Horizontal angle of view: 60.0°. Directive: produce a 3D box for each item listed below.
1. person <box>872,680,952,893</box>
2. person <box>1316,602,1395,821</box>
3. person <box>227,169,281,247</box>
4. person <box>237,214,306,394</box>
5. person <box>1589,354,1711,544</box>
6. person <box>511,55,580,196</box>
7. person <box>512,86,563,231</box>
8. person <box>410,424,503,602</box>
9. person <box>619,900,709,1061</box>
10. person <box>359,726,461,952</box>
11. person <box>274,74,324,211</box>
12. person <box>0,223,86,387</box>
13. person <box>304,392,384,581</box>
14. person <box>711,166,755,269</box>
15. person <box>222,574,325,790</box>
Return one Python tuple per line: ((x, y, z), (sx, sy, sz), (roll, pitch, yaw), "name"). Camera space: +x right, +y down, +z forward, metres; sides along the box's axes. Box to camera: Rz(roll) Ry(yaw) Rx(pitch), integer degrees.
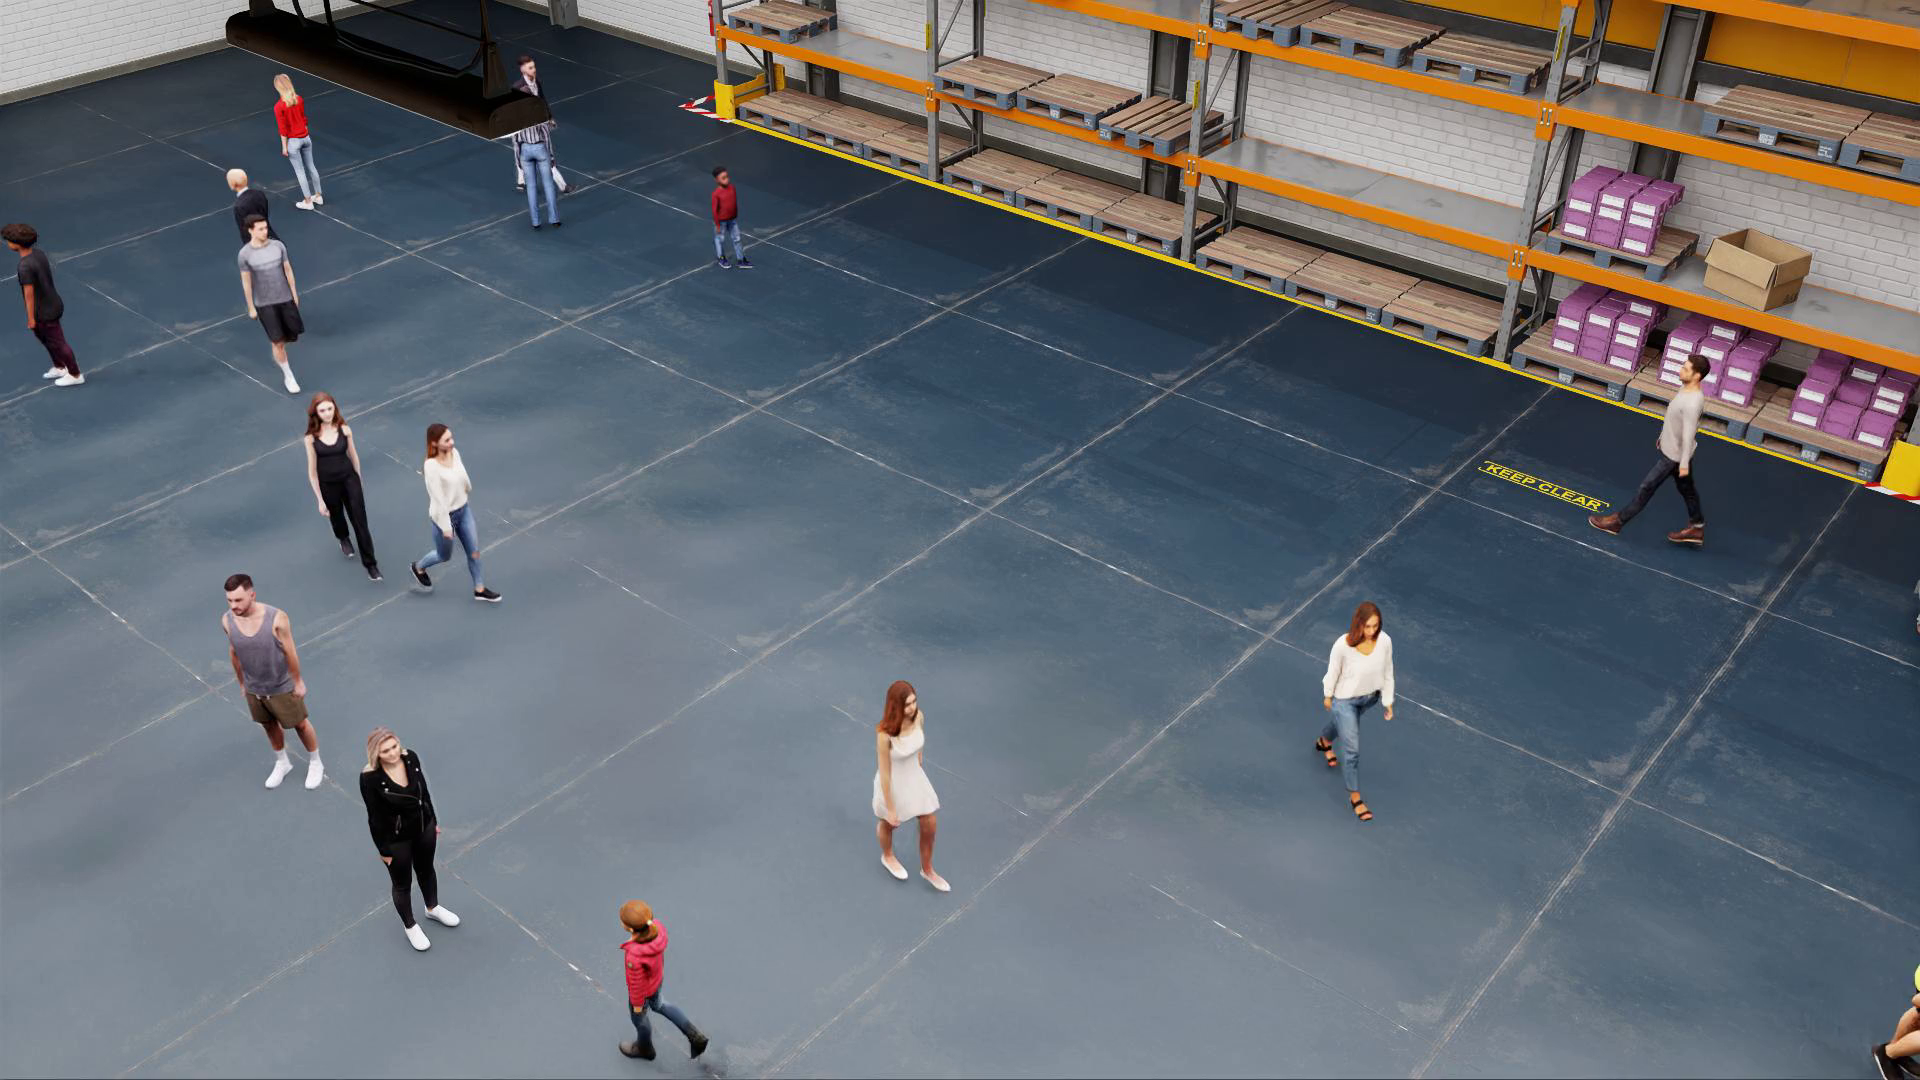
((-0.456, 1.572, 10.989), (0.682, 1.694, 0.845), (-21, 39, -29), "person")
((2.765, 1.077, 11.796), (0.982, 1.625, 1.168), (-10, 35, -15), "person")
((-7.503, -3.143, 17.999), (0.771, 1.787, 0.783), (10, 35, 15), "person")
((-7.012, -2.457, 16.912), (0.799, 1.848, 1.041), (-23, 40, -30), "person")
((6.264, -0.728, 14.338), (1.306, 1.818, 0.994), (10, 35, 14), "person")
((-5.528, -5.259, 21.181), (1.301, 1.789, 0.981), (11, 35, 16), "person")
((-5.172, -4.647, 20.254), (0.690, 1.796, 0.743), (-4, 34, -6), "person")
((-4.261, -0.198, 13.675), (1.093, 1.669, 0.820), (13, 36, 18), "person")
((-1.778, 2.622, 9.764), (0.875, 1.303, 0.702), (9, 35, 14), "person")
((-3.528, 1.858, 10.566), (0.545, 1.687, 0.616), (22, 39, 29), "person")
((-8.314, -4.921, 20.911), (0.592, 1.525, 0.662), (15, 36, 21), "person")
((-9.211, -2.387, 16.876), (0.858, 1.771, 0.791), (-6, 34, -10), "person")
((-5.313, -0.502, 14.110), (0.847, 1.694, 1.194), (-18, 38, -25), "person")
((-2.784, -3.781, 19.451), (0.561, 1.242, 0.737), (-28, 43, -35), "person")
((-4.886, 0.986, 11.794), (0.694, 1.841, 0.780), (0, 34, -1), "person")
